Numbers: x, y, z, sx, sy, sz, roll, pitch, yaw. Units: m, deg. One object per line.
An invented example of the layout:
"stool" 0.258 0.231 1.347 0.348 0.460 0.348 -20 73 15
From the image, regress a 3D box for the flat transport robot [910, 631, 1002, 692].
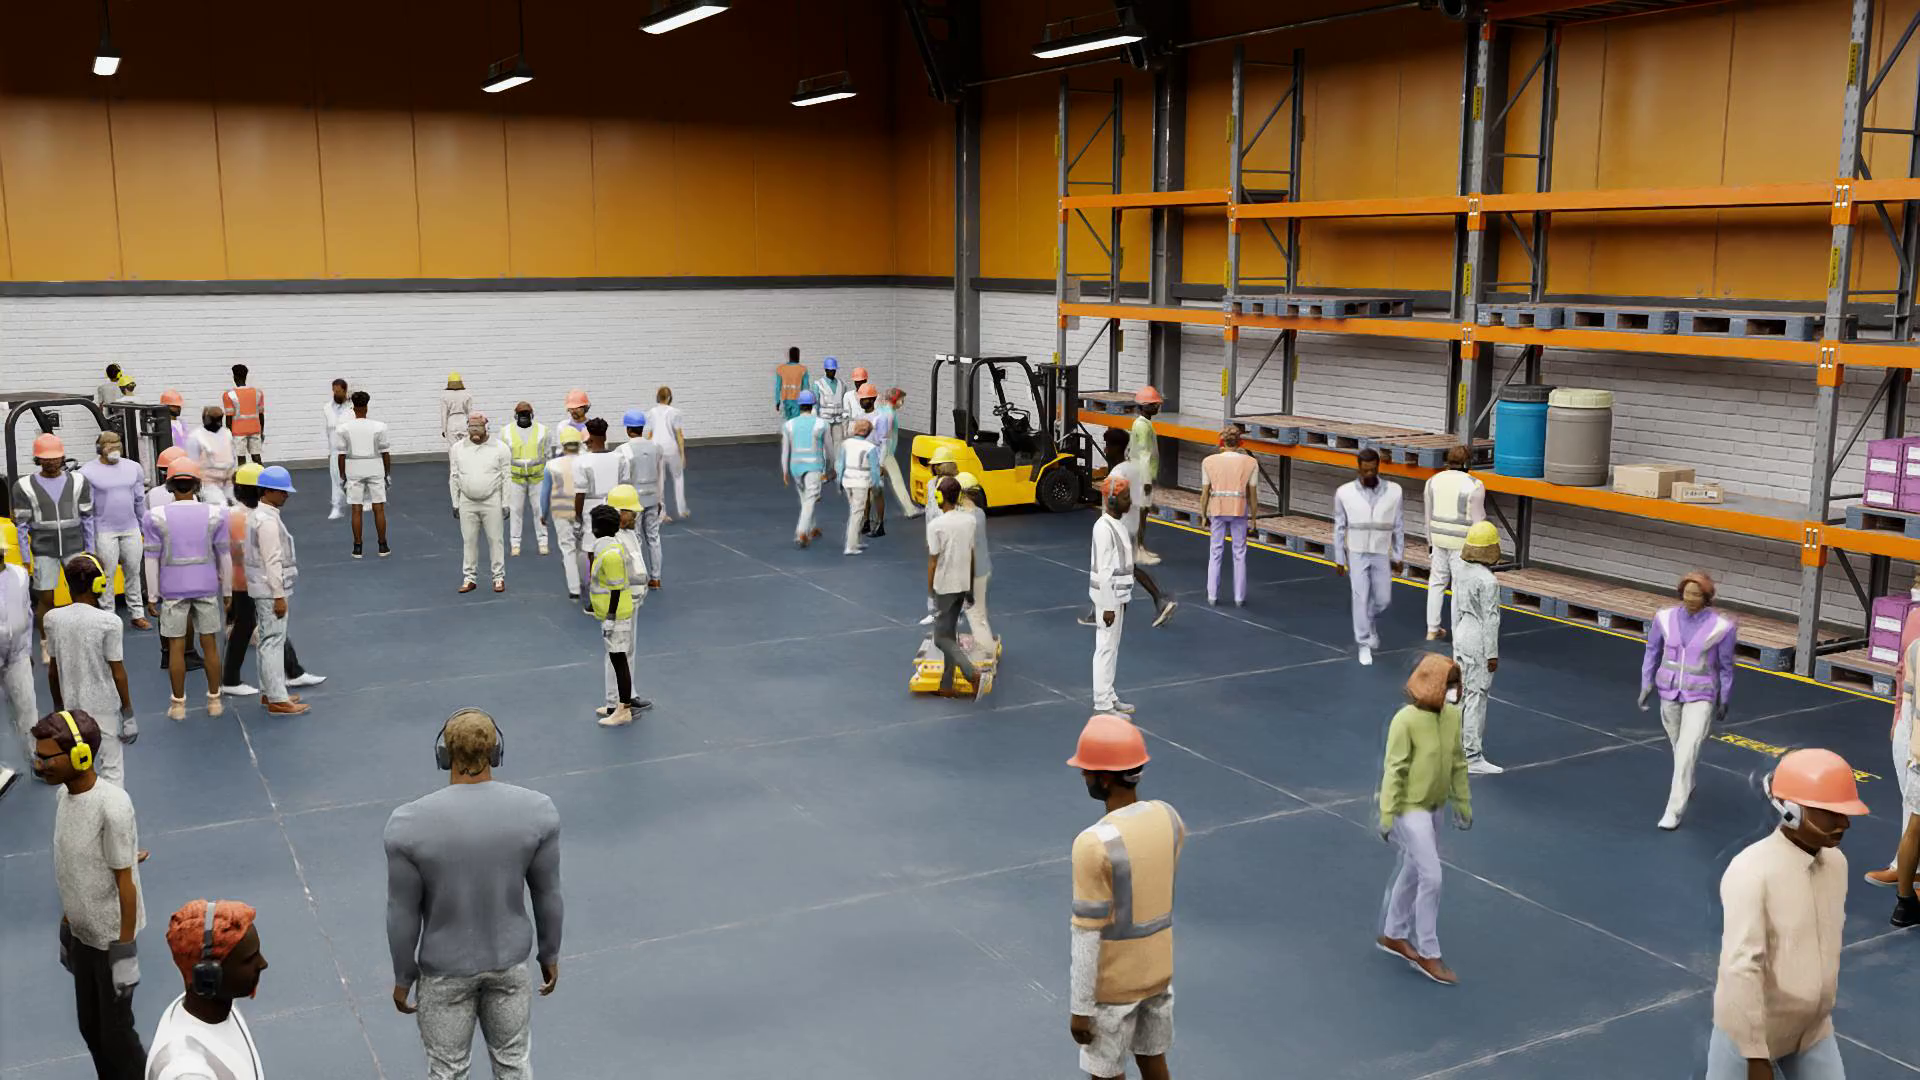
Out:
"flat transport robot" -0.017 1.016 14.105 0.652 0.197 1.431 1 10 5

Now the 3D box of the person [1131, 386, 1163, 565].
"person" 2.142 -0.743 19.123 0.366 2.048 0.607 0 10 2

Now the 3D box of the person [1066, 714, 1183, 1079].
"person" 0.579 1.584 6.110 0.559 1.925 0.420 -10 14 -44

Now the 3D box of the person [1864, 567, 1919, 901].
"person" 5.330 1.048 9.124 0.352 1.937 0.635 0 10 -1

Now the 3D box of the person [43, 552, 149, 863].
"person" -5.019 1.001 9.633 0.513 1.862 0.322 2 10 11

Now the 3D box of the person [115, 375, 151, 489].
"person" -12.310 -1.568 24.707 0.345 1.756 0.518 4 11 21

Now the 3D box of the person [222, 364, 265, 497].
"person" -10.370 -1.570 24.113 0.367 1.966 0.607 8 13 39

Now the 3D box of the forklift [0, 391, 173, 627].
"forklift" -9.026 -0.363 16.508 1.214 2.155 2.313 6 11 29

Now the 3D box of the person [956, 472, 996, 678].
"person" 0.105 0.303 13.963 0.429 1.745 0.540 3 10 18

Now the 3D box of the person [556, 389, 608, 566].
"person" -4.305 -0.700 18.893 0.615 2.038 0.396 2 10 12

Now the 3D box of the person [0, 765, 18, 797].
"person" -6.376 0.929 10.393 0.649 1.734 0.564 -6 12 -32

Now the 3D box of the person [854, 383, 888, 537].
"person" -1.151 -1.003 20.934 0.551 1.937 0.357 9 13 42

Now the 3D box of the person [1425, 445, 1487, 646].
"person" 4.541 0.044 15.220 0.431 1.838 0.638 -7 12 -35

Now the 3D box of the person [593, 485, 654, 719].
"person" -2.601 0.474 12.789 0.403 1.817 0.605 1 10 4

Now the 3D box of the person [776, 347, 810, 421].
"person" -2.929 -2.502 29.715 0.601 1.878 0.881 3 10 16

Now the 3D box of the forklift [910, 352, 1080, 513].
"forklift" 0.460 -1.461 22.833 2.313 2.155 1.214 -5 11 -28

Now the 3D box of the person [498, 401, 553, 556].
"person" -5.114 -0.721 19.631 0.623 1.835 0.431 -3 10 -15

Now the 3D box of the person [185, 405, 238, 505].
"person" -8.773 -0.682 19.452 0.752 1.815 0.630 4 11 21

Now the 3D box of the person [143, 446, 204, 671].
"person" -6.698 0.162 14.273 0.540 1.929 0.390 5 11 24

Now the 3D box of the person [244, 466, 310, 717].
"person" -5.318 0.391 12.907 0.412 1.937 0.605 -5 11 -28

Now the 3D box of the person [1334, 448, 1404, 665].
"person" 3.572 0.122 14.573 0.608 1.896 0.526 0 10 2

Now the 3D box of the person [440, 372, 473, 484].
"person" -7.744 -1.716 25.616 0.488 1.738 0.322 -5 11 -25

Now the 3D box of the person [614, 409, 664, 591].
"person" -3.365 -0.403 17.441 0.380 1.950 0.605 9 13 43

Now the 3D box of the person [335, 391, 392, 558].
"person" -6.979 -0.768 19.502 0.607 1.966 0.367 -4 10 -20

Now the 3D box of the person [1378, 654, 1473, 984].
"person" 2.365 1.364 8.220 0.526 1.606 0.658 -8 12 -38

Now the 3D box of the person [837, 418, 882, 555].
"person" -1.161 -0.639 19.733 0.528 1.618 0.610 8 13 39

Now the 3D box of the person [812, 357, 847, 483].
"person" -2.016 -1.871 25.899 0.614 1.947 0.388 -7 12 -33

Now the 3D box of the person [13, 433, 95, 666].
"person" -7.809 0.084 14.414 0.607 2.033 0.418 -8 12 -38

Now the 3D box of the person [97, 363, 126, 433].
"person" -12.972 -1.780 25.603 0.519 1.873 0.335 -1 10 -3

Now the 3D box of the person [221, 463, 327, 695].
"person" -5.643 0.323 13.432 0.787 1.889 0.607 -1 10 -4

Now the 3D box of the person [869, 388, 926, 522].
"person" -0.907 -1.114 22.052 0.985 1.767 0.651 -2 10 -12

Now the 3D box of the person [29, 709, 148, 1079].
"person" -3.343 1.557 6.450 0.525 1.854 0.333 7 12 37

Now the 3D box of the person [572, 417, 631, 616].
"person" -3.536 -0.233 16.421 0.613 1.962 0.365 -7 12 -37

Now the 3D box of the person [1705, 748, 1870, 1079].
"person" 2.774 1.637 5.728 0.614 1.949 1.029 -5 11 -24

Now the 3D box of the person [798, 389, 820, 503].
"person" -2.165 -1.340 23.772 0.290 1.627 0.504 -3 10 -19

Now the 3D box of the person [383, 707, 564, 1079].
"person" -1.785 1.569 6.172 0.636 1.928 0.386 -5 11 -27

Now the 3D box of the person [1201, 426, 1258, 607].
"person" 2.708 -0.229 16.782 0.563 1.835 0.383 2 10 12

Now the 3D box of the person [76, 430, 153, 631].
"person" -7.927 -0.071 15.609 0.385 1.929 0.635 8 12 37

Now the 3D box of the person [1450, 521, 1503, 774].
"person" 3.578 0.734 11.491 0.293 1.744 0.492 -2 10 -13

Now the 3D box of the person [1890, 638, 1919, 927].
"person" 5.154 1.131 8.648 0.362 1.938 0.545 -3 10 -16

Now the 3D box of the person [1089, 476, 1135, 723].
"person" 1.171 0.452 12.717 0.352 1.883 0.579 2 10 13

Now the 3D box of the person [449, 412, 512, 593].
"person" -5.042 -0.391 17.501 0.640 1.909 0.409 -1 10 -4

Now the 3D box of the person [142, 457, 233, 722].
"person" -5.900 0.377 12.747 0.612 2.029 0.407 -6 12 -33

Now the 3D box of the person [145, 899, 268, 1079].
"person" -2.018 1.880 4.530 0.347 1.877 0.573 -3 10 -18

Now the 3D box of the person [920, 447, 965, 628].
"person" -0.148 -0.023 15.851 0.487 1.744 0.313 8 13 40

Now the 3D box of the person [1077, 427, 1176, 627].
"person" 1.594 -0.110 15.810 0.867 1.938 0.609 5 11 28

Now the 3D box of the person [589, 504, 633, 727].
"person" -2.641 0.563 12.614 0.321 1.696 0.530 -2 10 -12

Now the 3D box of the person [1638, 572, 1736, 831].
"person" 4.608 0.978 10.528 0.508 1.593 0.897 9 14 43

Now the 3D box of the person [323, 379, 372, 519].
"person" -8.336 -1.272 22.658 0.602 1.883 0.966 2 10 9

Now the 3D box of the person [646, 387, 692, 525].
"person" -3.853 -1.130 22.087 0.576 1.790 0.839 2 10 11

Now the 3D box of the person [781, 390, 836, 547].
"person" -1.883 -0.881 20.367 0.613 1.902 1.016 3 10 16

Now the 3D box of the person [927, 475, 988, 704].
"person" -0.023 0.406 13.143 0.529 1.837 0.689 -9 13 -42

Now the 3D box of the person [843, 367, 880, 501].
"person" -1.417 -1.515 23.880 0.553 1.935 0.362 1 10 8

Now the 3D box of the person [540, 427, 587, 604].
"person" -4.027 -0.277 17.173 0.597 1.788 0.886 -5 11 -26

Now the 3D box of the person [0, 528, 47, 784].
"person" -6.496 0.765 11.215 0.874 1.784 0.607 6 12 32
